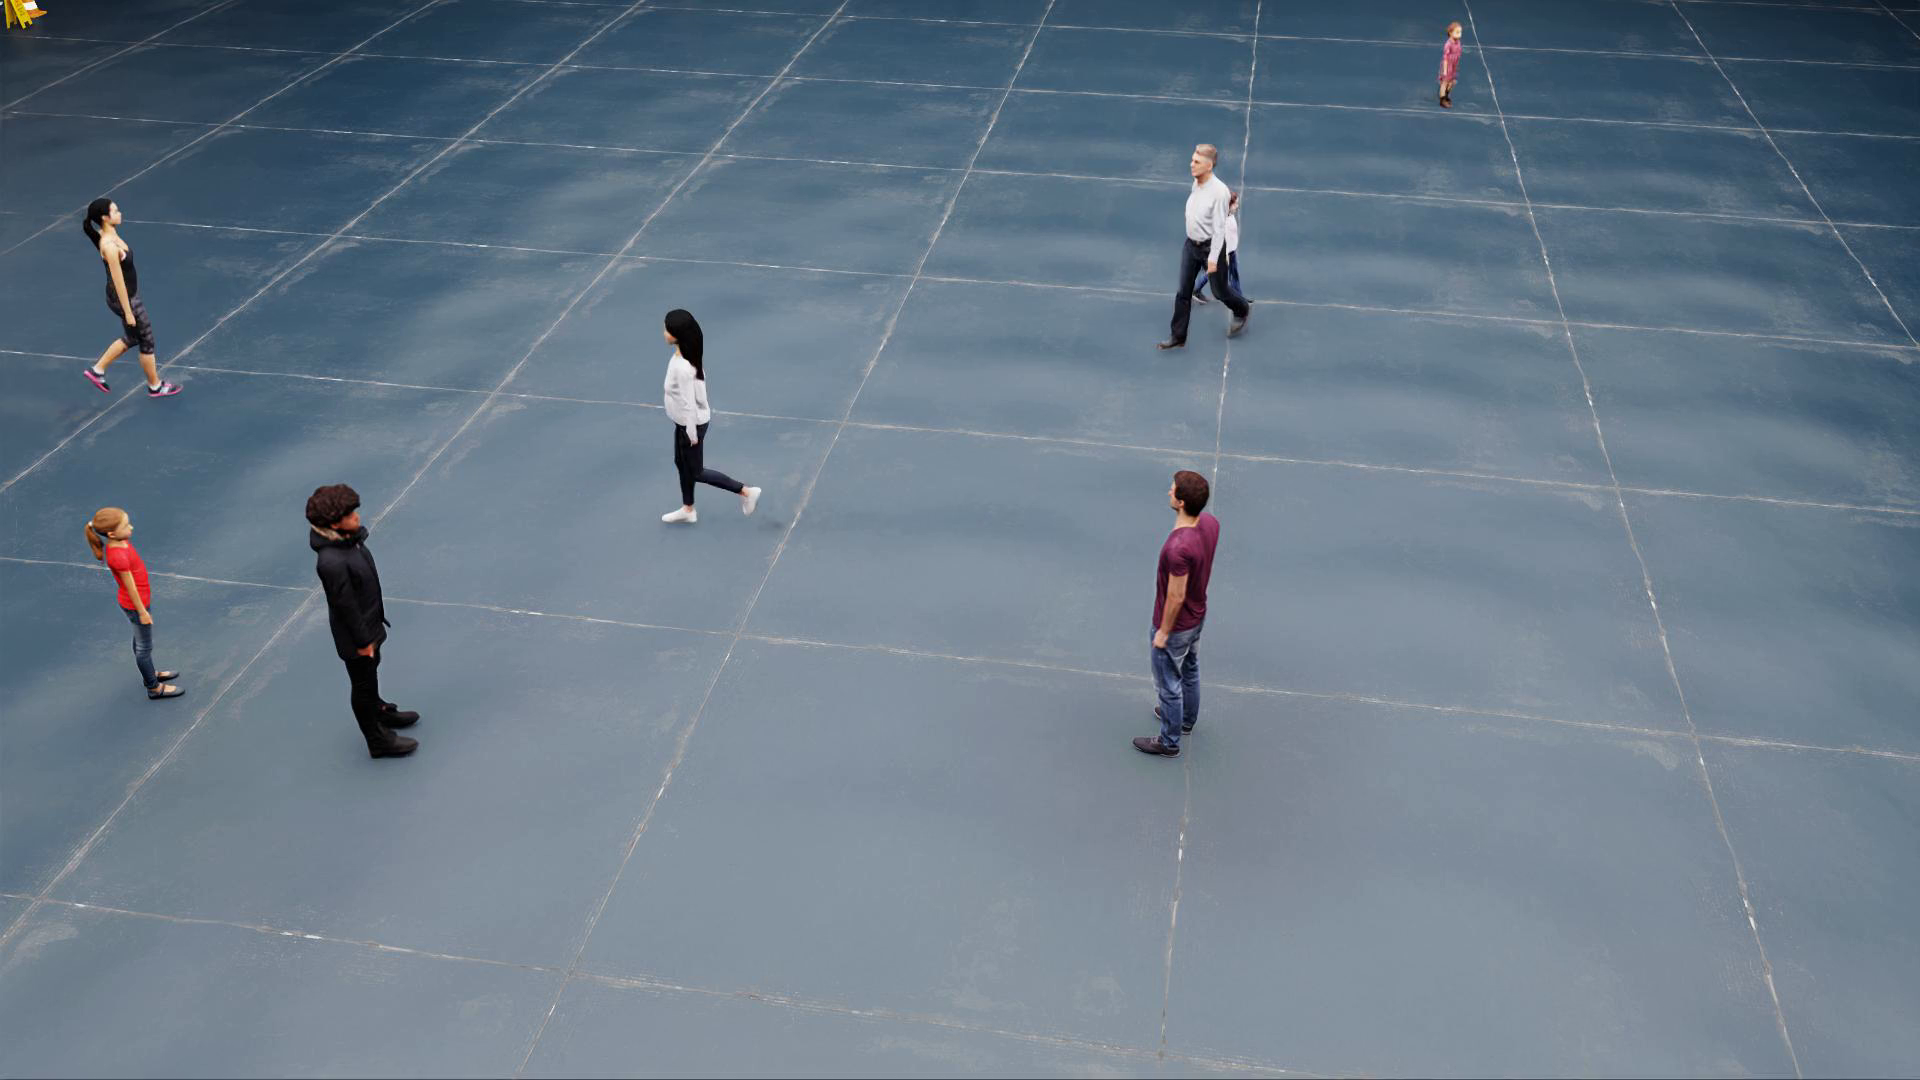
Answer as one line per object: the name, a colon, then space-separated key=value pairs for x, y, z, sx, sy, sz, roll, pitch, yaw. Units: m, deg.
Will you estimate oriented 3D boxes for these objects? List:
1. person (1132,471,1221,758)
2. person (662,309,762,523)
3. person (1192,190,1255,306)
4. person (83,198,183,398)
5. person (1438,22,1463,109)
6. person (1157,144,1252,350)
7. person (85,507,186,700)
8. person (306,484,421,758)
person: x=1.265 y=0.419 z=9.539 sx=0.685 sy=1.855 sz=0.727 roll=17 pitch=36 yaw=25
person: x=-1.799 y=-0.828 z=11.678 sx=1.029 sy=1.680 sz=0.791 roll=-3 pitch=32 yaw=-5
person: x=2.340 y=-2.645 z=15.123 sx=0.866 sy=1.079 sz=0.606 roll=16 pitch=36 yaw=23
person: x=-6.785 y=-1.879 z=13.317 sx=0.995 sy=1.709 sz=0.886 roll=-16 pitch=36 yaw=-23
person: x=5.902 y=-5.762 z=20.124 sx=0.493 sy=1.014 sz=0.554 roll=-21 pitch=38 yaw=-29
person: x=2.170 y=-2.500 z=14.234 sx=1.260 sy=1.781 sz=1.169 roll=-19 pitch=37 yaw=-28
person: x=-5.031 y=0.371 z=10.125 sx=0.619 sy=1.309 sz=0.571 roll=-16 pitch=36 yaw=-23
person: x=-3.473 y=0.460 z=9.548 sx=0.706 sy=1.774 sz=0.704 roll=-7 pitch=33 yaw=-11
